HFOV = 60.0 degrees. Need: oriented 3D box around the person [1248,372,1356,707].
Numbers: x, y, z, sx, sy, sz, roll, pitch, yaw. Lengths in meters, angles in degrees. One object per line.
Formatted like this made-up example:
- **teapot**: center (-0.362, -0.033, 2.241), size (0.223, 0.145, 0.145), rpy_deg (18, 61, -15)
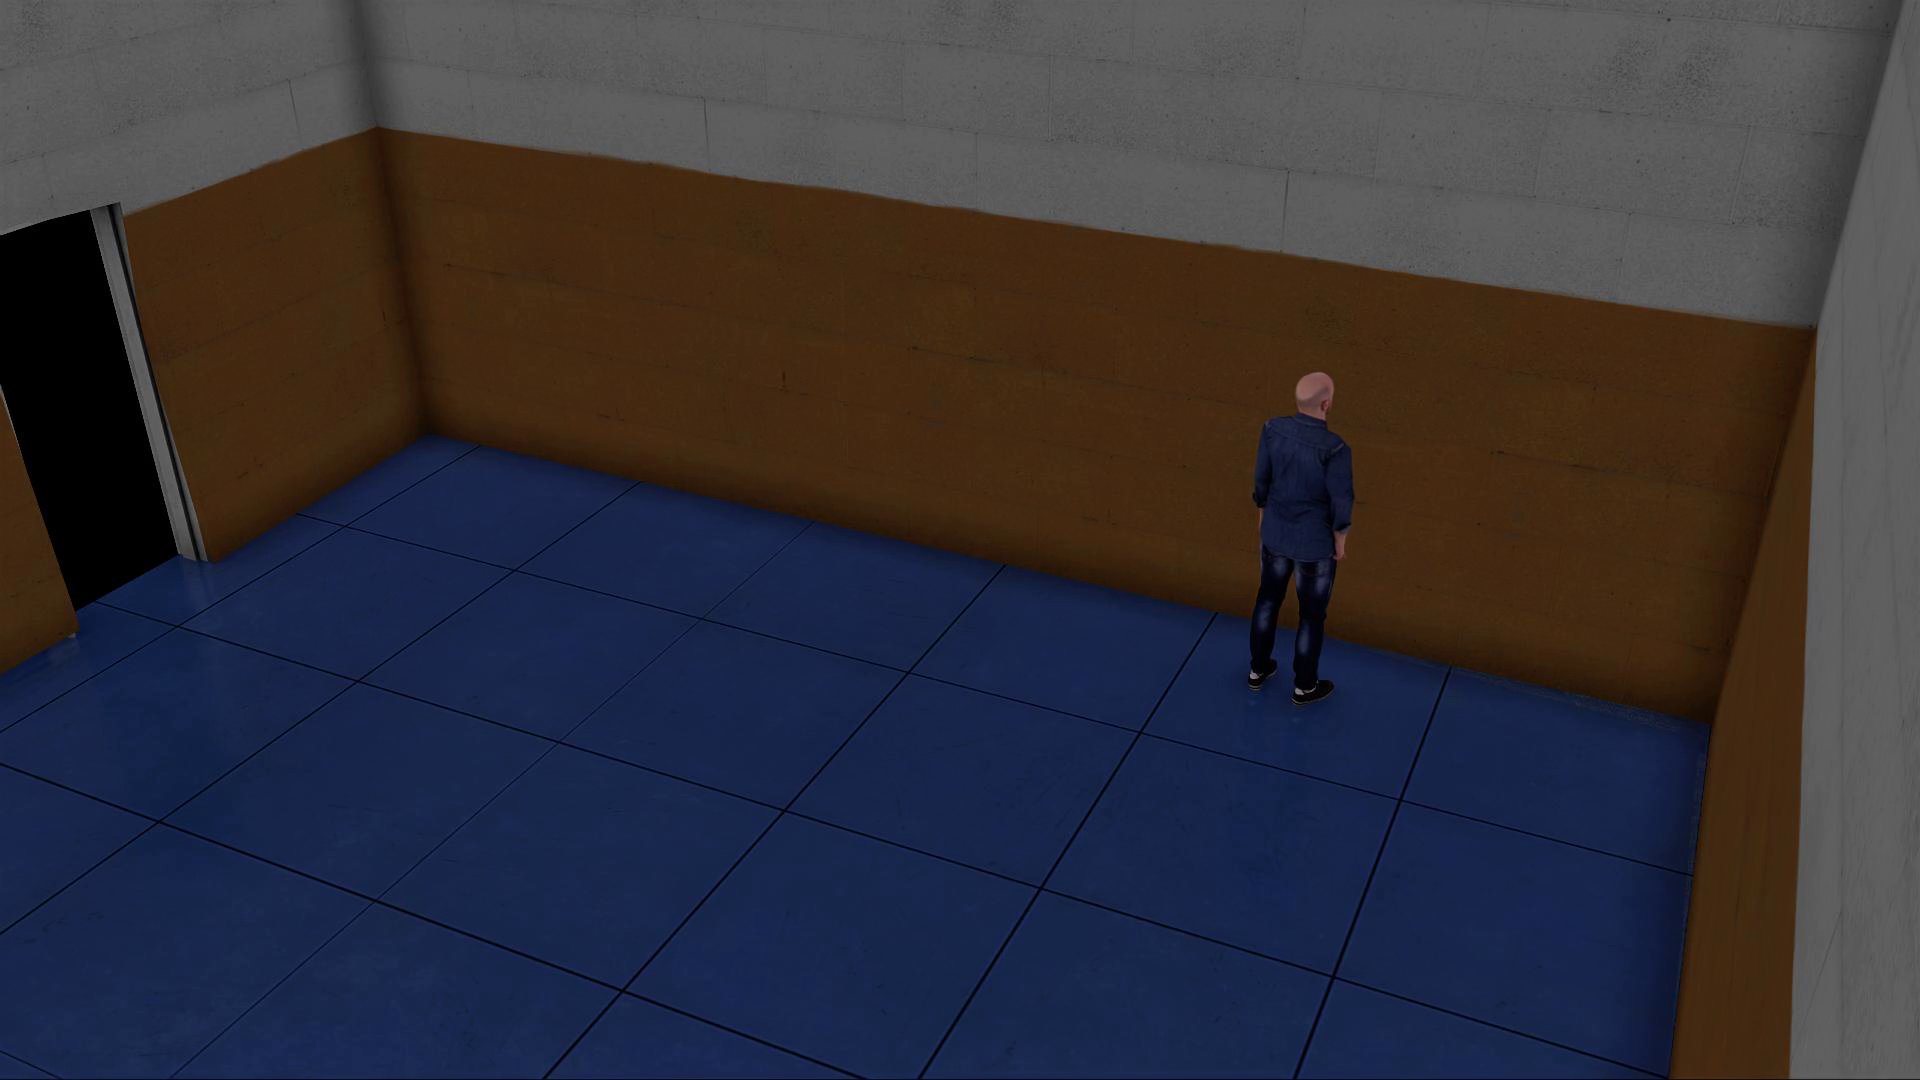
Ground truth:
- **person**: center (1.734, -0.004, 8.483), size (0.630, 1.826, 0.833), rpy_deg (22, 36, 35)
